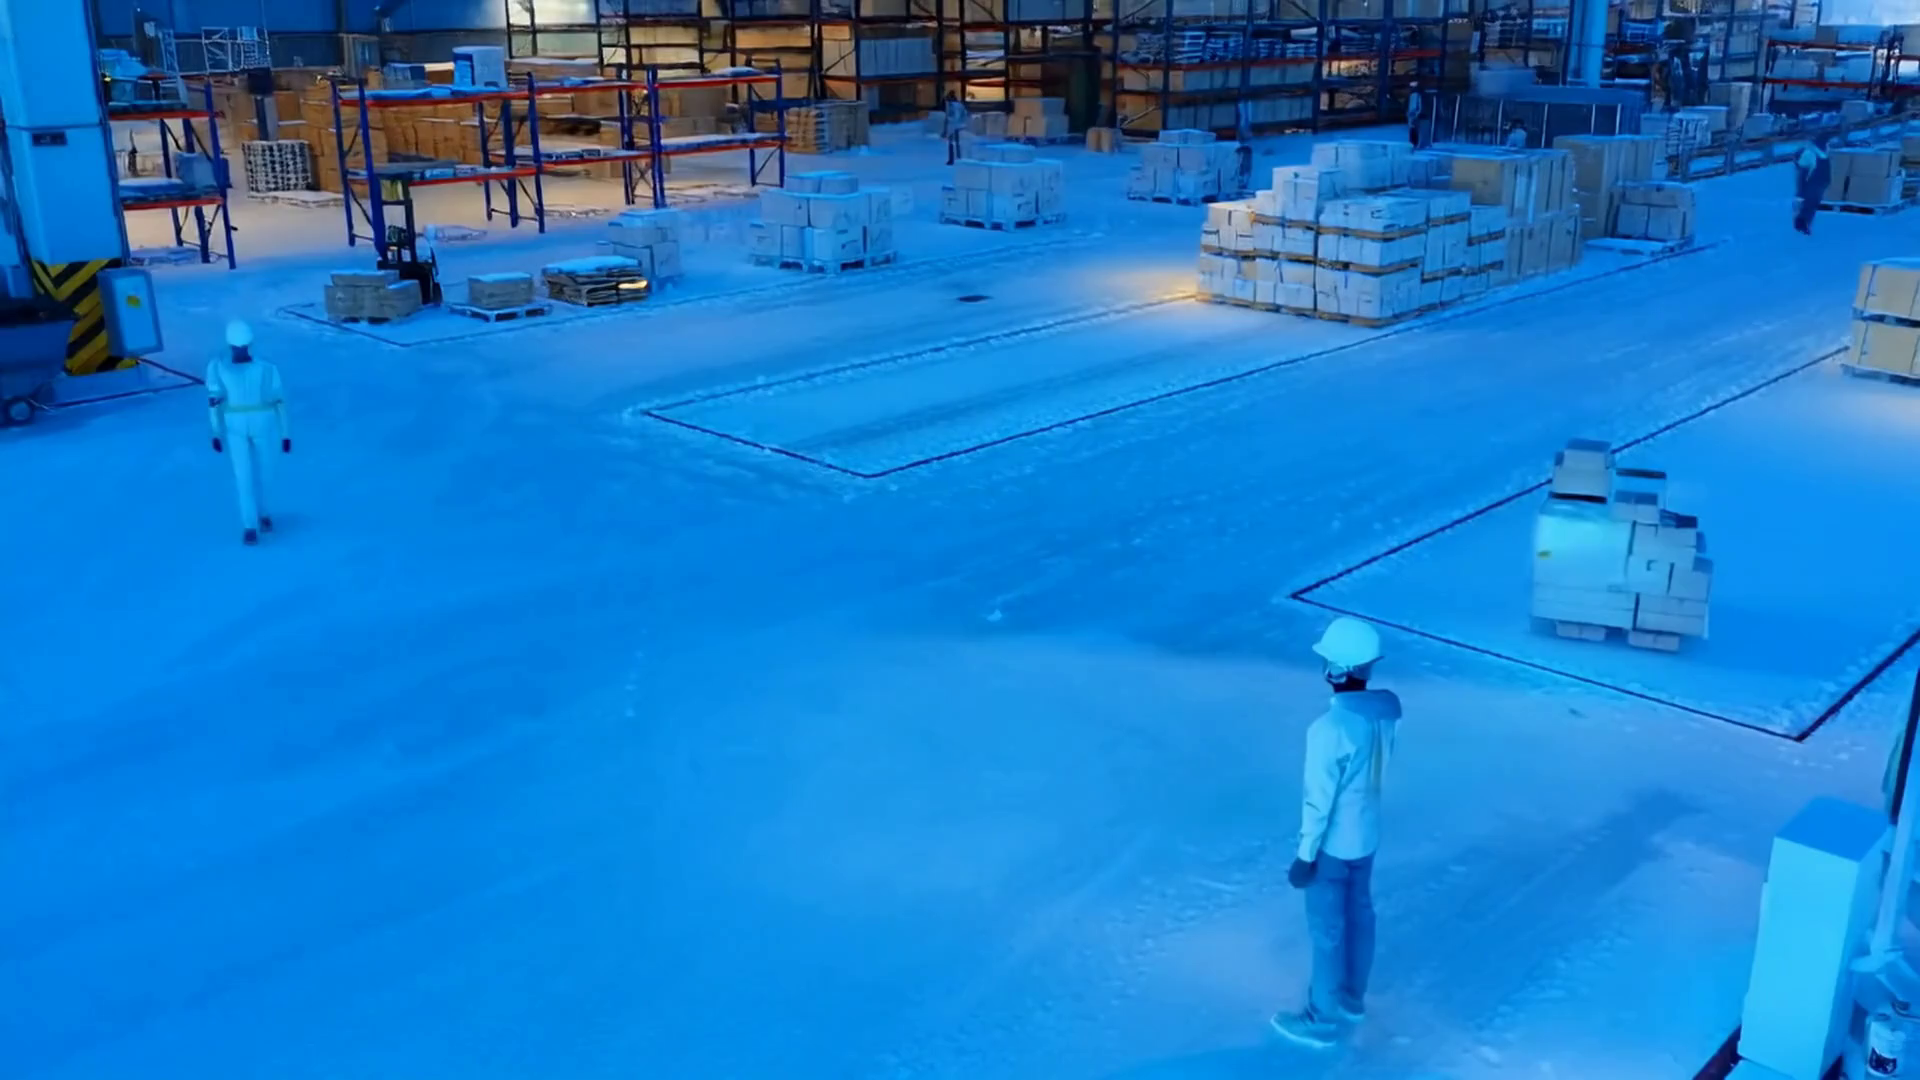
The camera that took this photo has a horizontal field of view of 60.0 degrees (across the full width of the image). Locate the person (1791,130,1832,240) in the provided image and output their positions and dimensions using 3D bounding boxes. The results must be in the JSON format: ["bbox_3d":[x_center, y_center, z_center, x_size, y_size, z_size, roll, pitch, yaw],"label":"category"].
[{"bbox_3d":[15.954,-6.627,31.059,0.709,2.000,0.535,-12,22,-31],"label":"person"}]

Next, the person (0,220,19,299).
[{"bbox_3d":[-11.833,-3.116,20.549,0.374,1.997,0.614,17,25,41],"label":"person"}]

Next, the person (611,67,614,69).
[{"bbox_3d":[-15.512,-20.764,74.280,0.308,1.641,0.517,17,25,41],"label":"person"}]

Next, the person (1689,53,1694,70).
[{"bbox_3d":[31.779,-20.325,72.650,0.404,1.837,0.593,17,25,41],"label":"person"}]

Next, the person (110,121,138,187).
[{"bbox_3d":[-19.203,-8.920,38.128,0.370,1.939,0.631,17,25,41],"label":"person"}]

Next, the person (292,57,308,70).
[{"bbox_3d":[-26.072,-18.103,65.795,0.370,1.939,0.631,17,25,41],"label":"person"}]

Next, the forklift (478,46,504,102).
[{"bbox_3d":[-14.397,-13.832,51.456,1.129,2.768,1.873,17,25,41],"label":"forklift"}]

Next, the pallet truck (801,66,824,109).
[{"bbox_3d":[-4.812,-15.182,56.903,0.823,1.965,1.885,-9,21,-26],"label":"pallet truck"}]

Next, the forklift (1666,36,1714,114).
[{"bbox_3d":[27.341,-17.291,61.877,1.129,2.768,1.873,17,25,41],"label":"forklift"}]

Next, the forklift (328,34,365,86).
[{"bbox_3d":[-23.590,-18.256,64.784,1.129,2.768,1.873,17,25,41],"label":"forklift"}]

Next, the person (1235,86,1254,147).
[{"bbox_3d":[8.096,-11.956,47.332,0.448,1.896,0.624,-11,22,-31],"label":"person"}]

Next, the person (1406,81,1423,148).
[{"bbox_3d":[13.234,-12.389,48.576,0.351,1.942,0.547,17,25,41],"label":"person"}]

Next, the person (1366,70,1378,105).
[{"bbox_3d":[15.067,-16.461,61.288,0.645,1.666,0.538,-5,19,-14],"label":"person"}]

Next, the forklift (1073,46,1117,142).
[{"bbox_3d":[3.928,-13.825,51.433,1.129,2.768,1.873,17,25,41],"label":"forklift"}]

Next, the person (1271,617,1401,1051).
[{"bbox_3d":[1.660,1.283,7.301,0.381,1.994,0.614,17,25,41],"label":"person"}]

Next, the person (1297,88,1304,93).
[{"bbox_3d":[12.340,-16.270,60.669,0.574,1.689,0.324,-16,24,-40],"label":"person"}]

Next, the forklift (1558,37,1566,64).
[{"bbox_3d":[22.005,-16.805,60.413,1.873,2.768,1.129,0,18,0],"label":"forklift"}]

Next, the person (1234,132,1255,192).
[{"bbox_3d":[5.886,-7.590,34.500,0.318,1.696,0.537,17,25,41],"label":"person"}]

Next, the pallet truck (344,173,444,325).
[{"bbox_3d":[-8.209,-4.181,23.757,0.823,1.965,1.885,3,19,9],"label":"pallet truck"}]

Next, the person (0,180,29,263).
[{"bbox_3d":[-13.929,-4.340,24.437,0.326,1.871,0.520,17,25,41],"label":"person"}]

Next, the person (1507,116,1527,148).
[{"bbox_3d":[11.863,-8.097,35.648,0.370,1.940,0.631,17,25,41],"label":"person"}]

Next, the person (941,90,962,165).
[{"bbox_3d":[-0.228,-10.971,44.306,0.632,1.956,0.436,-17,25,-41],"label":"person"}]

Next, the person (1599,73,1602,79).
[{"bbox_3d":[22.151,-15.390,57.742,1.057,1.858,0.620,-6,19,-18],"label":"person"}]

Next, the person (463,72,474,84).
[{"bbox_3d":[-15.639,-13.897,53.036,0.381,1.994,0.614,17,25,41],"label":"person"}]

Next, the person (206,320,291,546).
[{"bbox_3d":[-5.989,-0.904,14.042,0.619,1.889,0.871,-7,20,-20],"label":"person"}]

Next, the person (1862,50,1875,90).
[{"bbox_3d":[42.269,-21.949,77.427,0.408,1.913,0.644,17,25,41],"label":"person"}]

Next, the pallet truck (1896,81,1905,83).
[{"bbox_3d":[34.802,-16.331,61.455,0.653,1.274,1.630,17,25,41],"label":"pallet truck"}]
